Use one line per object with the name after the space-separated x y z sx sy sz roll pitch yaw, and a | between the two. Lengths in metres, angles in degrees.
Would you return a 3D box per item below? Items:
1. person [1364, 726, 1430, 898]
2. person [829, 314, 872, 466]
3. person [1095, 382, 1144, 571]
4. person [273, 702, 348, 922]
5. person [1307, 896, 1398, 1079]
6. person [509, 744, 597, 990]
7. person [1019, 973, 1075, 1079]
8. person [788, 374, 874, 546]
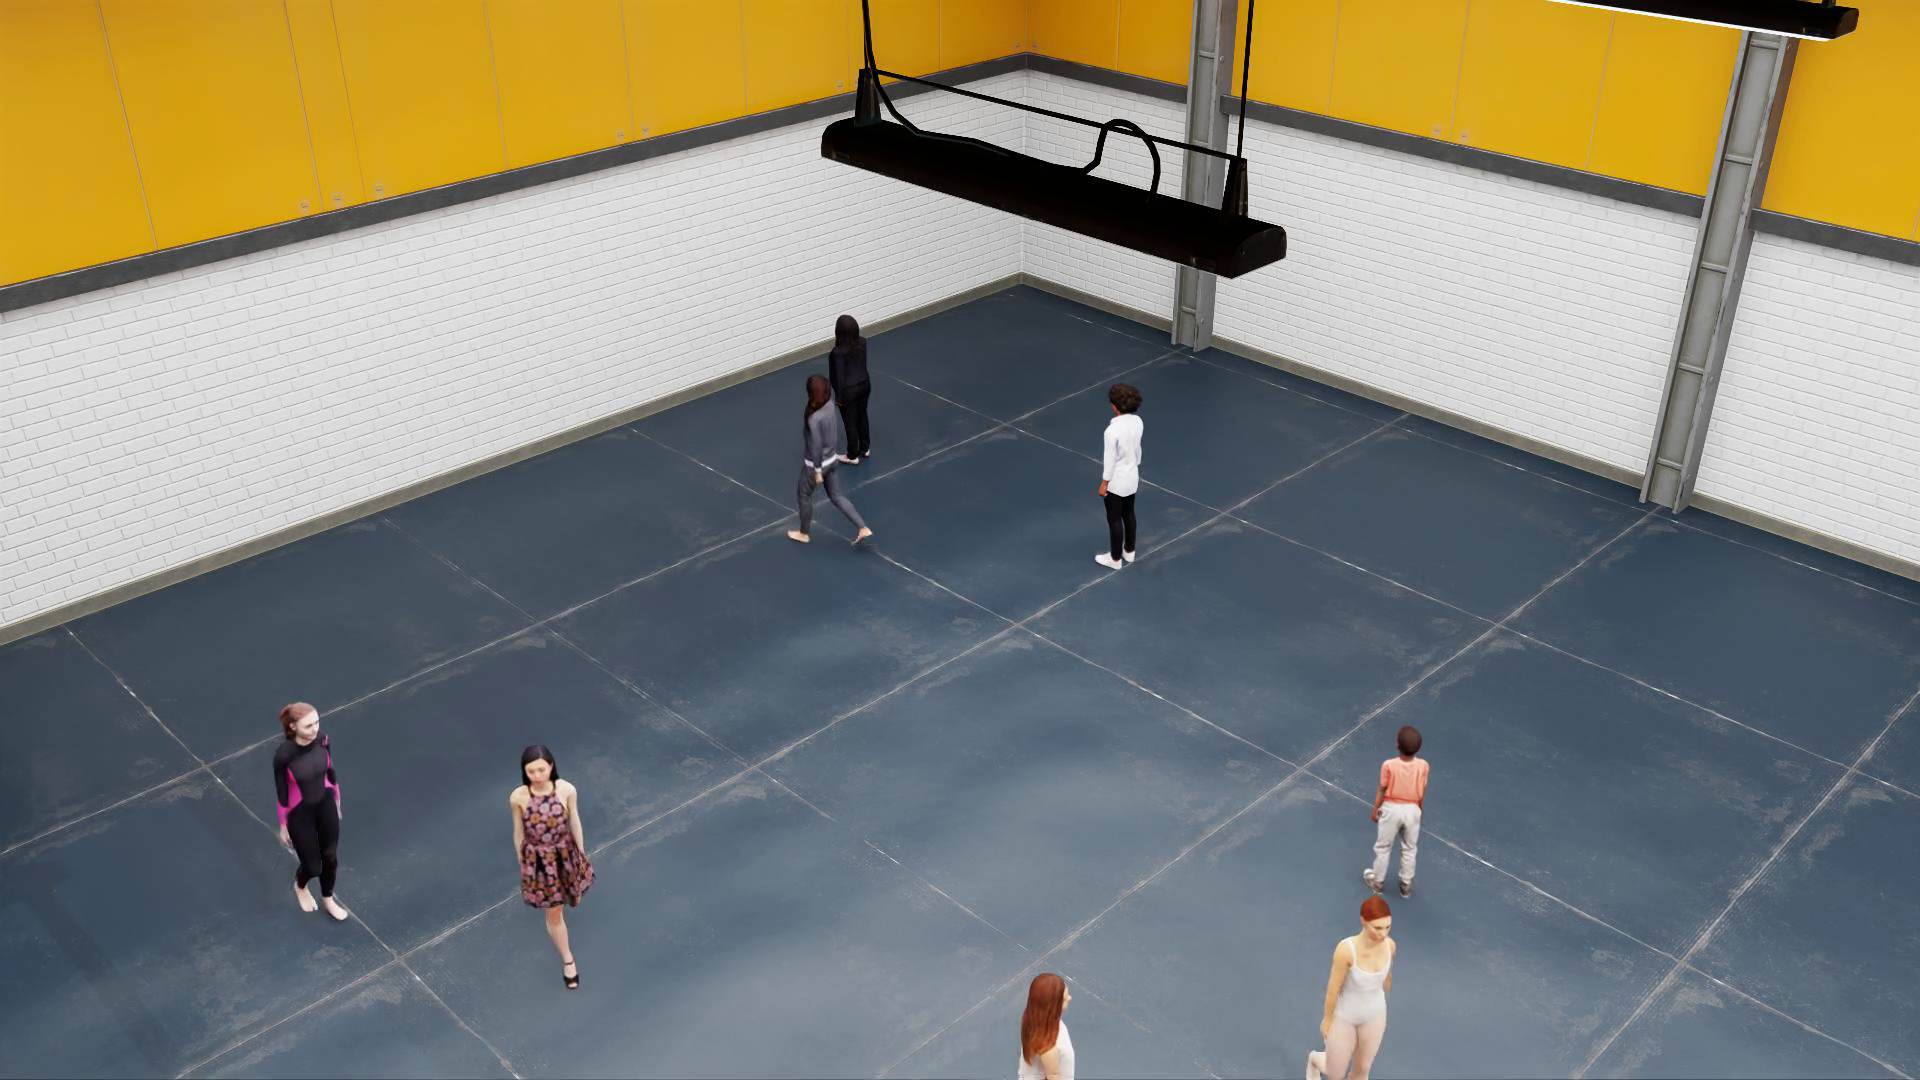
2.991 1.844 11.290 0.552 1.304 0.622 3 29 5 | person
-1.113 -1.562 17.210 0.676 1.616 0.680 19 34 30 | person
1.476 -0.586 15.220 0.626 1.808 0.524 -25 37 -38 | person
-4.309 1.784 10.958 0.715 1.729 0.624 22 35 34 | person
2.211 2.652 9.467 0.743 1.632 0.840 -9 30 -15 | person
-2.582 2.005 10.521 0.885 1.758 1.053 -8 30 -15 | person
0.353 2.991 8.797 1.087 1.678 1.032 -1 29 -2 | person
-1.211 -0.708 15.519 1.185 1.736 0.867 13 31 23 | person
